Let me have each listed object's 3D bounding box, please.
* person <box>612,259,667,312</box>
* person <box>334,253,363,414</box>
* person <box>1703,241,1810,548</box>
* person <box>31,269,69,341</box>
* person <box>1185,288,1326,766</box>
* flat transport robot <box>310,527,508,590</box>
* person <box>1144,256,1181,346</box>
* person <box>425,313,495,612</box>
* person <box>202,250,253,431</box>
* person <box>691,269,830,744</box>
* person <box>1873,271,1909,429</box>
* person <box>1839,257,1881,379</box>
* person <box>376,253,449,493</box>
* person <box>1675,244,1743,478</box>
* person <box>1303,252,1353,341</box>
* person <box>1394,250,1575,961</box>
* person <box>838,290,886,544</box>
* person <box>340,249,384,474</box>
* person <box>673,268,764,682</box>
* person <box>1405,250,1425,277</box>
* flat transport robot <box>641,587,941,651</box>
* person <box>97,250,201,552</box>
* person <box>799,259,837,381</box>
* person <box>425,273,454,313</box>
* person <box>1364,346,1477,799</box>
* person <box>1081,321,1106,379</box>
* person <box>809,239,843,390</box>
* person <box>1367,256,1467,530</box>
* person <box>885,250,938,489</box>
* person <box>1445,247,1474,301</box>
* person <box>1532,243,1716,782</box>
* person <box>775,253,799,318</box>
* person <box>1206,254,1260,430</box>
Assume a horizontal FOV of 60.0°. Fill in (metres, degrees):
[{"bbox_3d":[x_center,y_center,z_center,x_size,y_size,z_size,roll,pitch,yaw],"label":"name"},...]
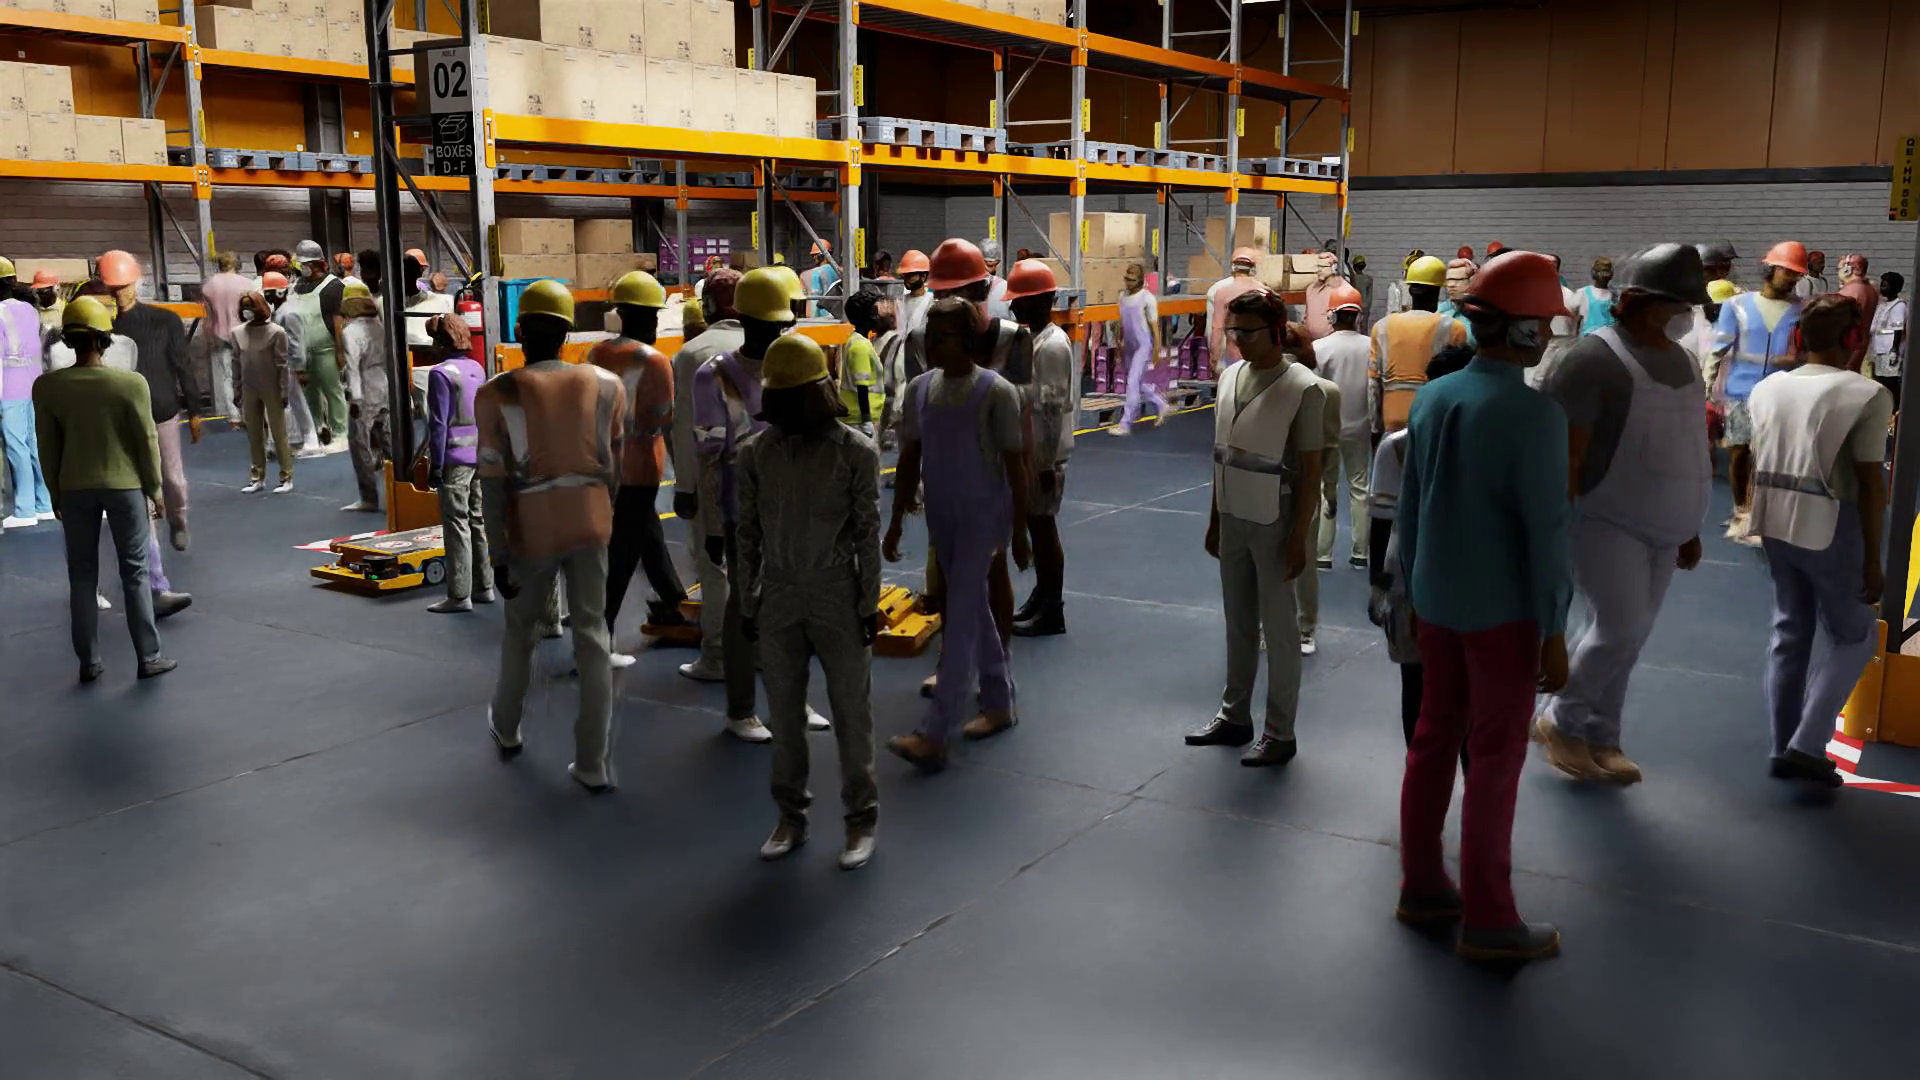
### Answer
[{"bbox_3d":[-3.761,-2.373,19.453,0.656,1.802,0.617,-7,12,-34],"label":"person"},{"bbox_3d":[-7.053,-2.378,19.279,0.349,1.878,0.568,1,10,6],"label":"person"},{"bbox_3d":[5.283,-0.968,11.066,0.735,2.012,0.630,4,11,19],"label":"person"},{"bbox_3d":[-8.805,-1.752,16.165,0.568,1.743,0.361,1,10,6],"label":"person"},{"bbox_3d":[1.179,-0.053,6.483,0.389,1.839,0.563,-6,12,-30],"label":"person"},{"bbox_3d":[-3.151,0.065,10.173,0.652,0.197,1.431,7,12,35],"label":"flat transport robot"},{"bbox_3d":[2.808,-3.119,23.547,0.632,1.821,0.773,2,10,12],"label":"person"},{"bbox_3d":[-2.741,-0.424,9.125,0.313,1.631,0.525,2,10,10],"label":"person"},{"bbox_3d":[-7.722,-2.134,17.801,0.643,1.917,0.651,1,10,7],"label":"person"},{"bbox_3d":[-0.792,-0.131,6.725,0.591,1.912,0.397,-10,14,-43],"label":"person"},{"bbox_3d":[9.911,-2.011,17.751,0.319,1.691,0.536,1,10,8],"label":"person"},{"bbox_3d":[10.560,-2.412,19.583,0.561,1.836,0.390,-2,10,-13],"label":"person"},{"bbox_3d":[-4.377,-1.332,13.353,0.597,1.916,0.375,0,10,0],"label":"person"},{"bbox_3d":[6.099,-1.487,13.870,1.018,2.000,0.710,-4,11,-23],"label":"person"},{"bbox_3d":[3.736,-1.981,17.019,0.398,1.900,0.642,-7,12,-34],"label":"person"},{"bbox_3d":[1.498,0.188,4.721,0.397,1.992,0.625,-4,11,-22],"label":"person"},{"bbox_3d":[-0.649,-0.789,10.952,0.321,1.697,0.530,-1,10,-8],"label":"person"},{"bbox_3d":[-5.049,-1.530,14.377,0.622,1.945,0.443,2,11,13],"label":"person"},{"bbox_3d":[-1.063,-0.296,7.688,0.399,1.897,0.652,9,14,41],"label":"person"},{"bbox_3d":[6.966,-3.519,25.609,0.309,1.868,0.534,3,11,16],"label":"person"},{"bbox_3d":[-0.840,0.365,8.515,1.431,0.197,0.652,2,11,13],"label":"flat transport robot"},{"bbox_3d":[-4.963,-0.776,10.124,0.639,1.969,0.725,-3,11,-17],"label":"person"},{"bbox_3d":[-1.906,-3.082,22.936,0.600,1.958,0.378,2,10,8],"label":"person"},{"bbox_3d":[-6.193,-2.363,19.890,0.309,1.628,0.550,6,12,30],"label":"person"},{"bbox_3d":[1.625,0.194,5.586,0.543,1.661,0.765,3,11,15],"label":"person"},{"bbox_3d":[1.975,-3.360,24.413,0.408,1.986,0.618,-9,13,-40],"label":"person"},{"bbox_3d":[-1.767,-2.898,21.720,0.404,2.035,0.609,7,13,35],"label":"person"},{"bbox_3d":[2.696,-0.700,9.825,0.589,1.927,0.388,8,13,36],"label":"person"},{"bbox_3d":[-0.354,-1.357,13.436,0.542,1.939,0.359,8,13,37],"label":"person"},{"bbox_3d":[7.585,-3.433,25.043,0.548,1.917,0.576,-1,10,-5],"label":"person"},{"bbox_3d":[2.497,-0.093,6.143,0.695,2.000,0.541,-6,12,-31],"label":"person"},{"bbox_3d":[-2.737,-3.430,25.244,0.596,1.823,0.403,-3,11,-15],"label":"person"},{"bbox_3d":[2.645,-1.788,15.833,0.627,1.935,0.372,6,12,31],"label":"person"}]
